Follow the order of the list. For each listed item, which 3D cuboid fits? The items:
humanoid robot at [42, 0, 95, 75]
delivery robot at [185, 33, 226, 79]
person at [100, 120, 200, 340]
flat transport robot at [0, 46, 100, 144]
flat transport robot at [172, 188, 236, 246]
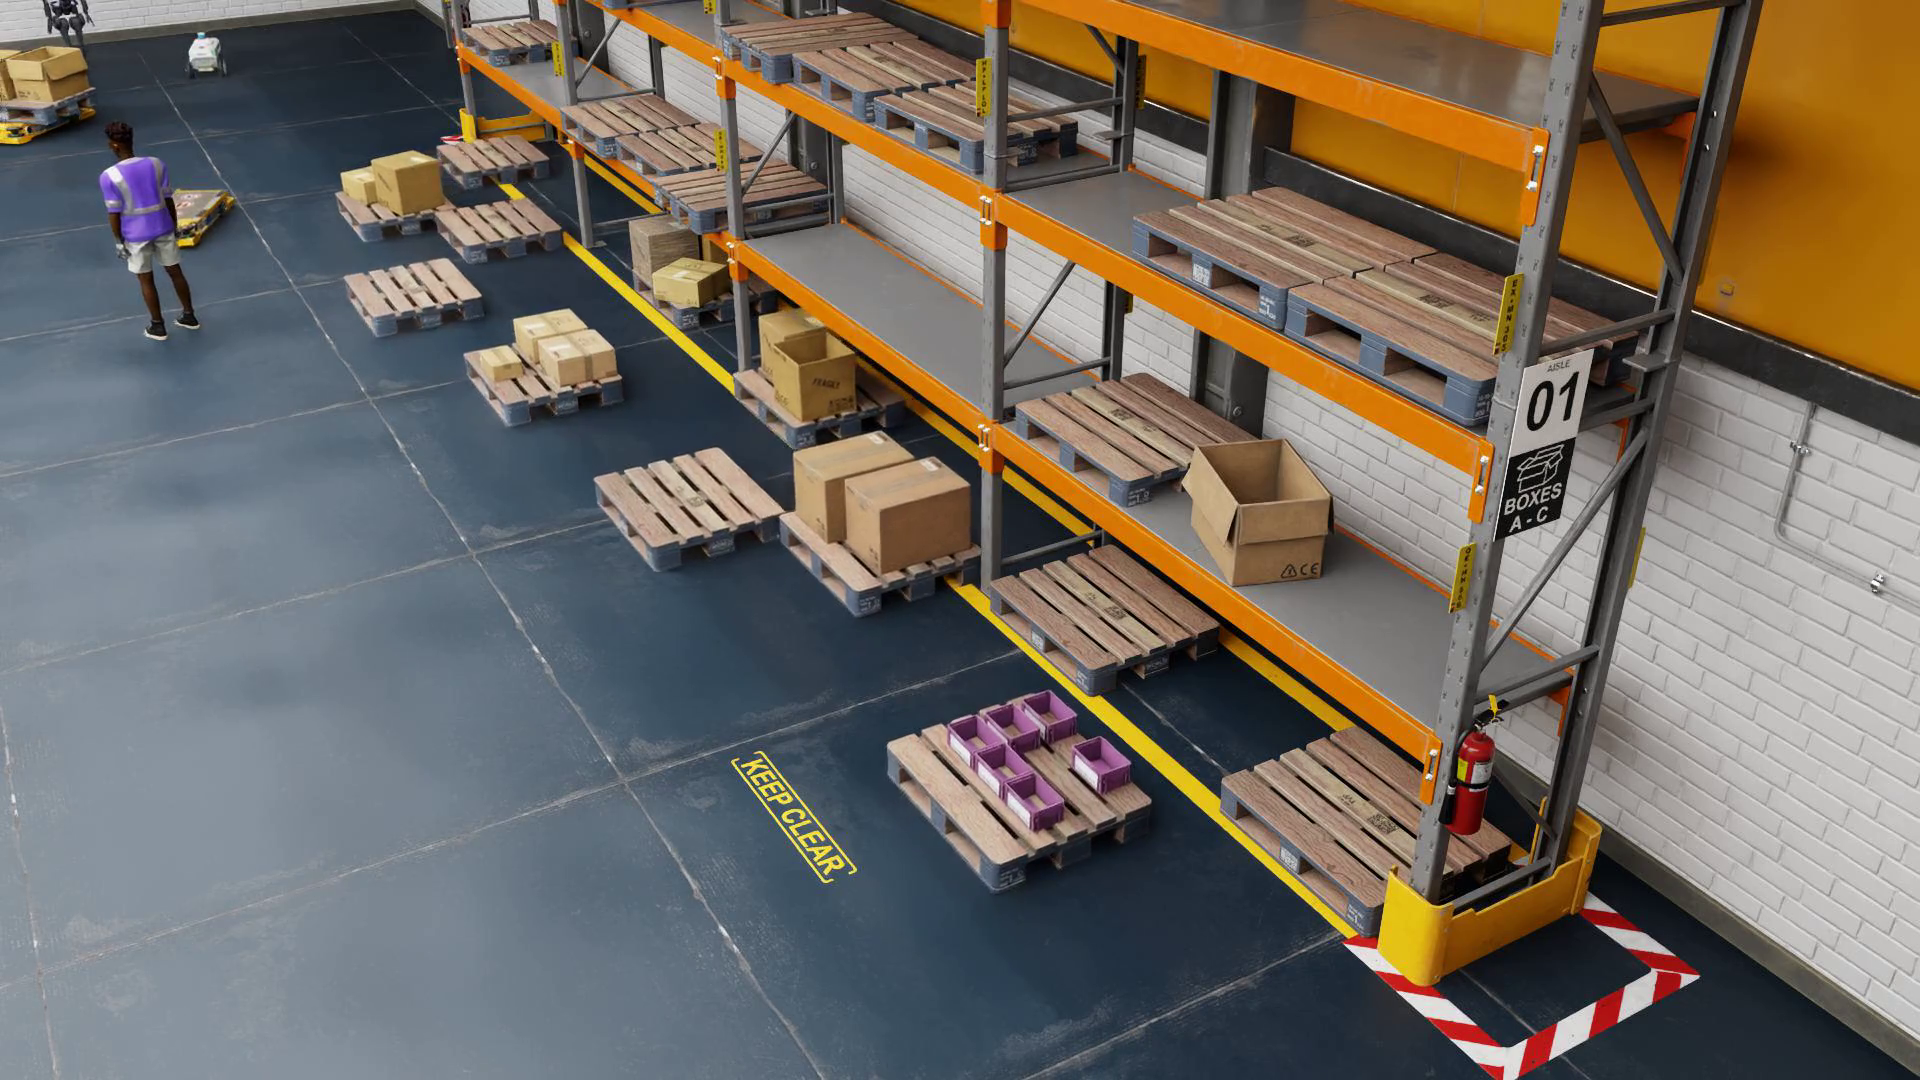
[{"bbox_3d":[-12.363,-7.260,23.036,0.615,1.643,0.405,-26,38,-38],"label":"humanoid robot"},{"bbox_3d":[-10.595,-6.799,23.362,0.499,0.610,0.814,-8,30,-13],"label":"delivery robot"},{"bbox_3d":[-7.228,-2.749,14.778,0.383,1.957,0.616,22,36,34],"label":"person"},{"bbox_3d":[-11.656,-5.280,20.953,0.659,0.231,1.431,6,30,11],"label":"flat transport robot"},{"bbox_3d":[-8.273,-3.438,17.700,0.659,0.231,1.431,-2,30,-4],"label":"flat transport robot"}]
